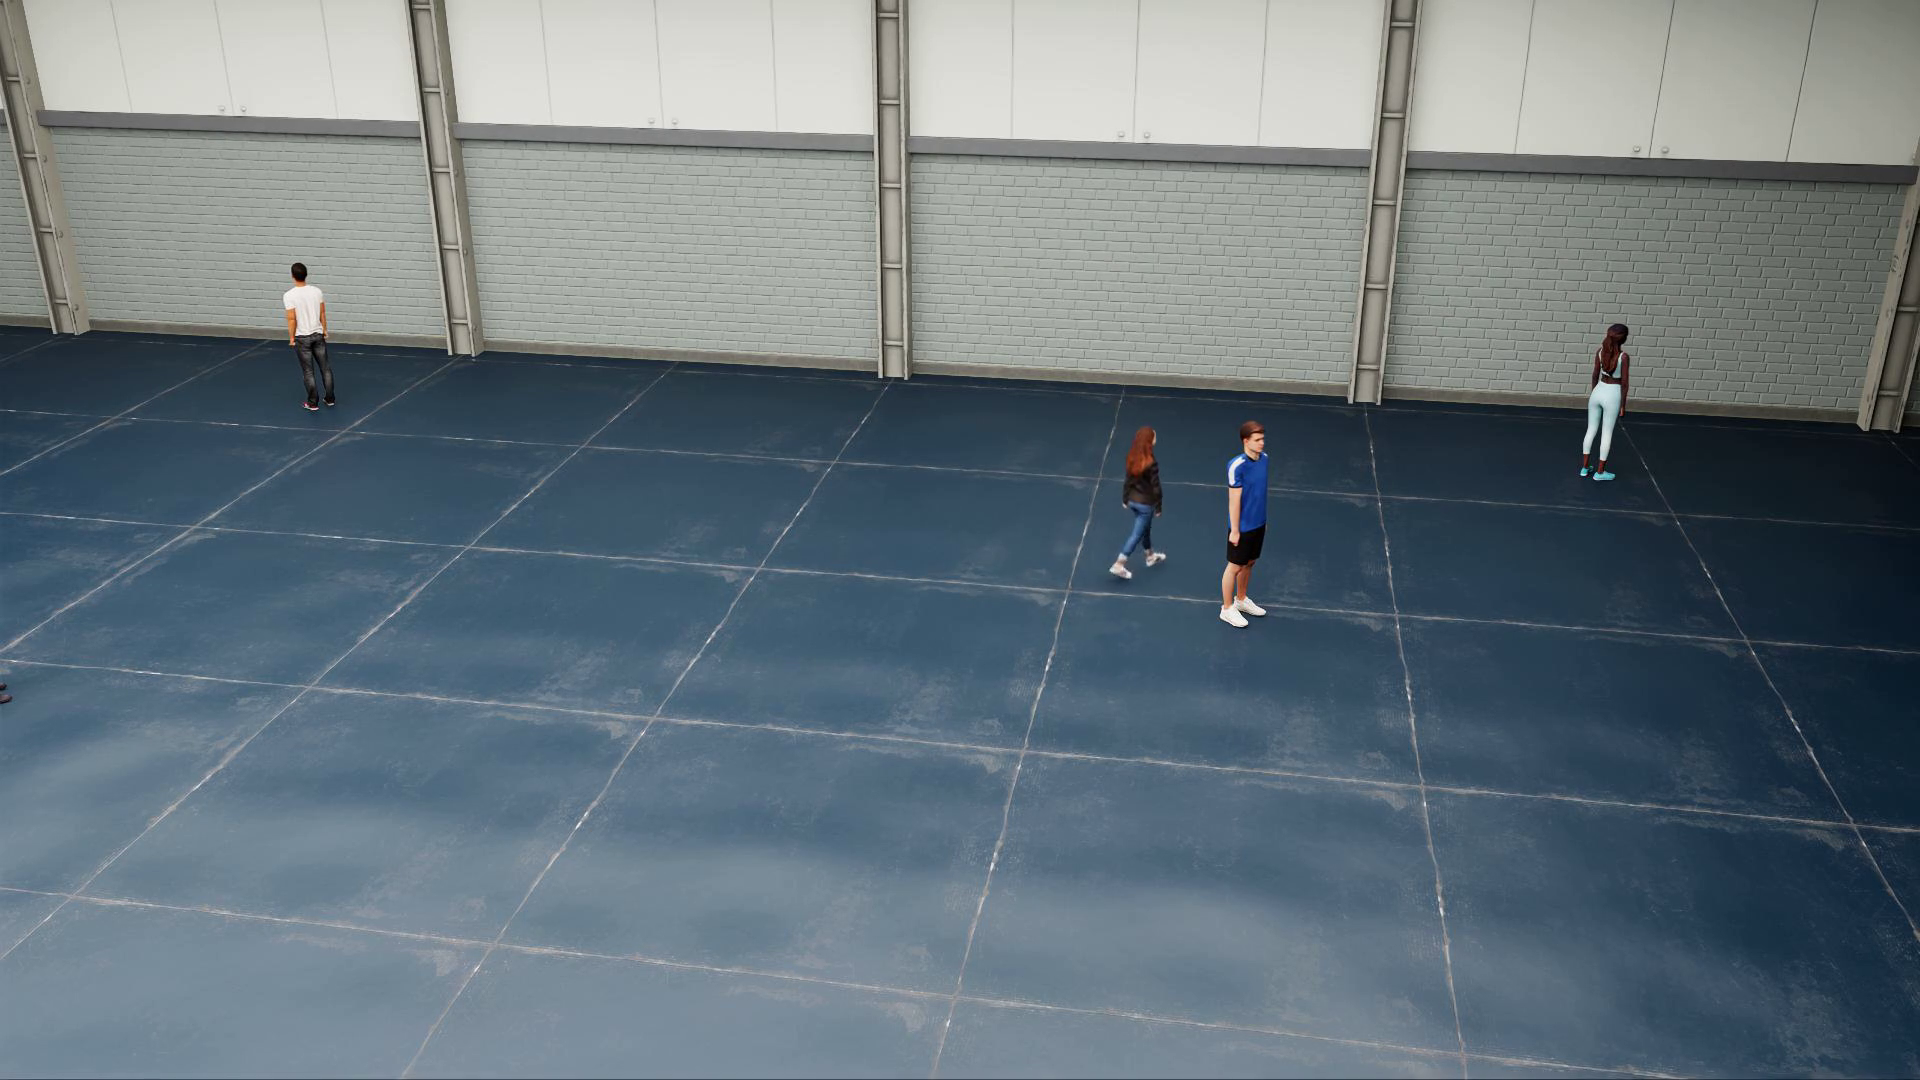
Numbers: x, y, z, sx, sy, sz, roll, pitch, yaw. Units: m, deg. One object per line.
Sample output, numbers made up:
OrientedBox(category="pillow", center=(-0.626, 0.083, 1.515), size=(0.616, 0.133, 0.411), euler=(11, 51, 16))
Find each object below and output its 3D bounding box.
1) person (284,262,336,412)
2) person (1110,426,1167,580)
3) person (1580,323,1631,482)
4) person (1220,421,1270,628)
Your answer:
OrientedBox(category="person", center=(-7.928, -2.492, 20.262), size=(0.724, 1.805, 0.715), euler=(20, 30, 39))
OrientedBox(category="person", center=(1.660, -0.336, 15.641), size=(1.030, 1.453, 0.975), euler=(-15, 27, -32))
OrientedBox(category="person", center=(7.012, -1.510, 18.056), size=(0.712, 1.724, 0.646), euler=(-17, 28, -34))
OrientedBox(category="person", center=(2.534, -0.172, 14.729), size=(0.762, 1.866, 0.752), euler=(20, 30, 38))
